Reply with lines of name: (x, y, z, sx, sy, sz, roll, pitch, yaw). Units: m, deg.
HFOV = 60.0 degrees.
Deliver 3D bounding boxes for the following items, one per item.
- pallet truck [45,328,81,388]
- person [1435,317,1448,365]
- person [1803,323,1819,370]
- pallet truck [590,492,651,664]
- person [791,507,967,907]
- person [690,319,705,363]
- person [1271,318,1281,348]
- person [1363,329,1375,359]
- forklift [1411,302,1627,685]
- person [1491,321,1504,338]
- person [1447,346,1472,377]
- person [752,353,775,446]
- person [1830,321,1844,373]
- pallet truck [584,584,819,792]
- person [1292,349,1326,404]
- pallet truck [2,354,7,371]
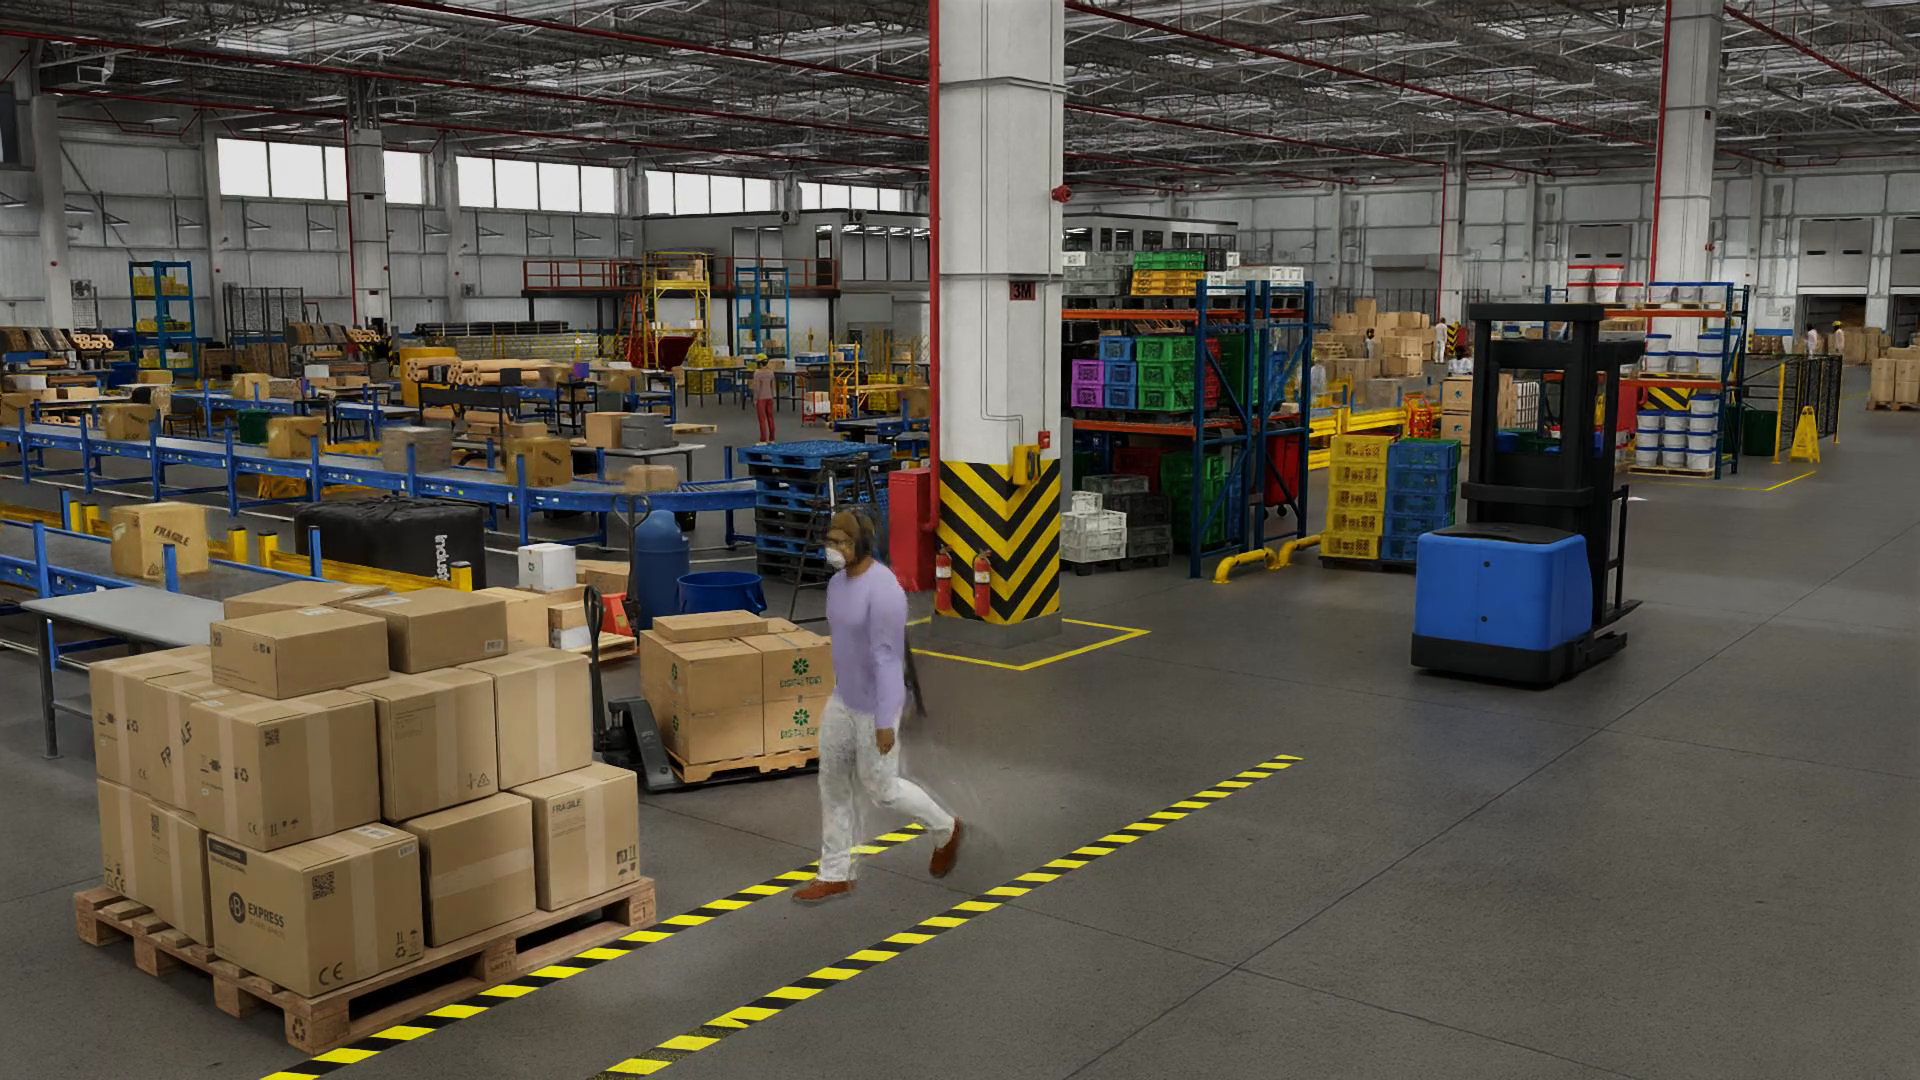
pallet truck: (-23.775, -4.544, 43.495, 1.885, 1.965, 0.823, 6, 10, 35)
person: (19.563, -8.086, 67.622, 0.379, 1.931, 0.625, -5, 10, -28)
person: (30.876, -6.963, 60.362, 0.640, 1.830, 0.609, -8, 11, -42)
pallet truck: (-3.115, 0.344, 12.883, 0.653, 1.274, 1.630, 7, 11, 37)
person: (-0.390, 0.776, 7.933, 0.829, 1.911, 0.643, -6, 10, -33)
person: (-10.957, -8.225, 68.849, 0.941, 1.853, 0.591, 7, 11, 39)
person: (13.861, -8.831, 72.918, 0.429, 1.844, 0.625, 2, 9, 15)
person: (12.007, -5.277, 48.864, 0.313, 1.869, 0.528, 2, 9, 16)
forklift: (4.379, -0.438, 12.852, 1.129, 2.768, 1.873, 7, 11, 37)
person: (25.735, -9.849, 79.508, 0.629, 1.926, 0.765, -3, 9, -19)
person: (11.522, -3.652, 38.520, 0.559, 1.676, 0.593, 7, 11, 38)
person: (-3.745, -2.662, 31.583, 0.328, 1.767, 0.532, 6, 11, 37)
person: (31.821, -6.995, 60.329, 0.500, 1.898, 0.609, 8, 11, 42)
pallet truck: (-1.426, 0.805, 10.019, 1.601, 1.201, 0.680, -4, 9, -26)
person: (6.816, -2.832, 32.572, 0.598, 1.816, 0.482, 6, 10, 35)
pallet truck: (-24.881, -4.417, 42.634, 1.885, 1.965, 0.823, 8, 11, 41)
